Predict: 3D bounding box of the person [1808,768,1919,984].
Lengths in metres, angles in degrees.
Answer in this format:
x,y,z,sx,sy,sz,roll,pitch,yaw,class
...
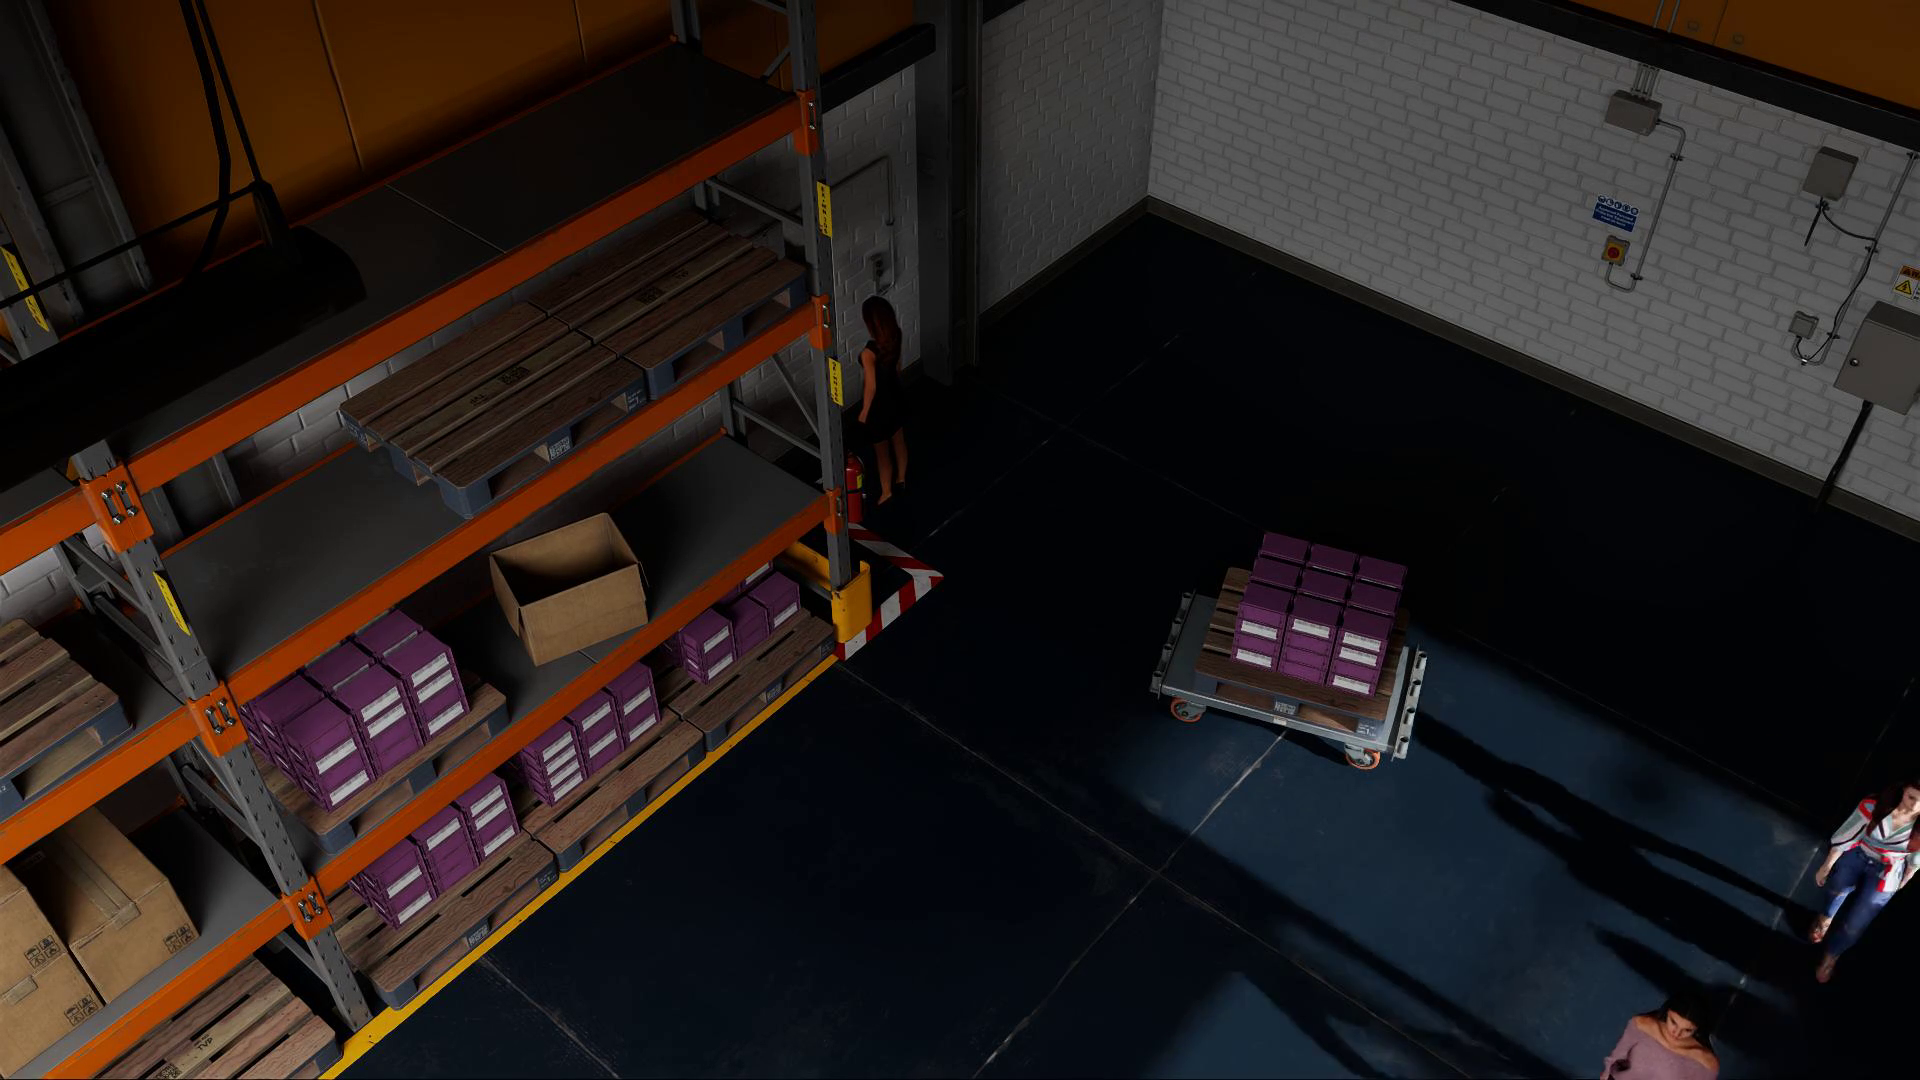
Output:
x,y,z,sx,sy,sz,roll,pitch,yaw,class
5.069,1.736,9.213,0.609,1.594,0.712,33,53,30,person

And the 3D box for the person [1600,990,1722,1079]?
x,y,z,sx,sy,sz,roll,pitch,yaw,class
3.363,2.670,8.110,0.688,1.763,1.127,27,50,25,person

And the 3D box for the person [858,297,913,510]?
x,y,z,sx,sy,sz,roll,pitch,yaw,class
-0.541,-0.961,11.870,0.653,1.834,0.475,27,50,25,person
